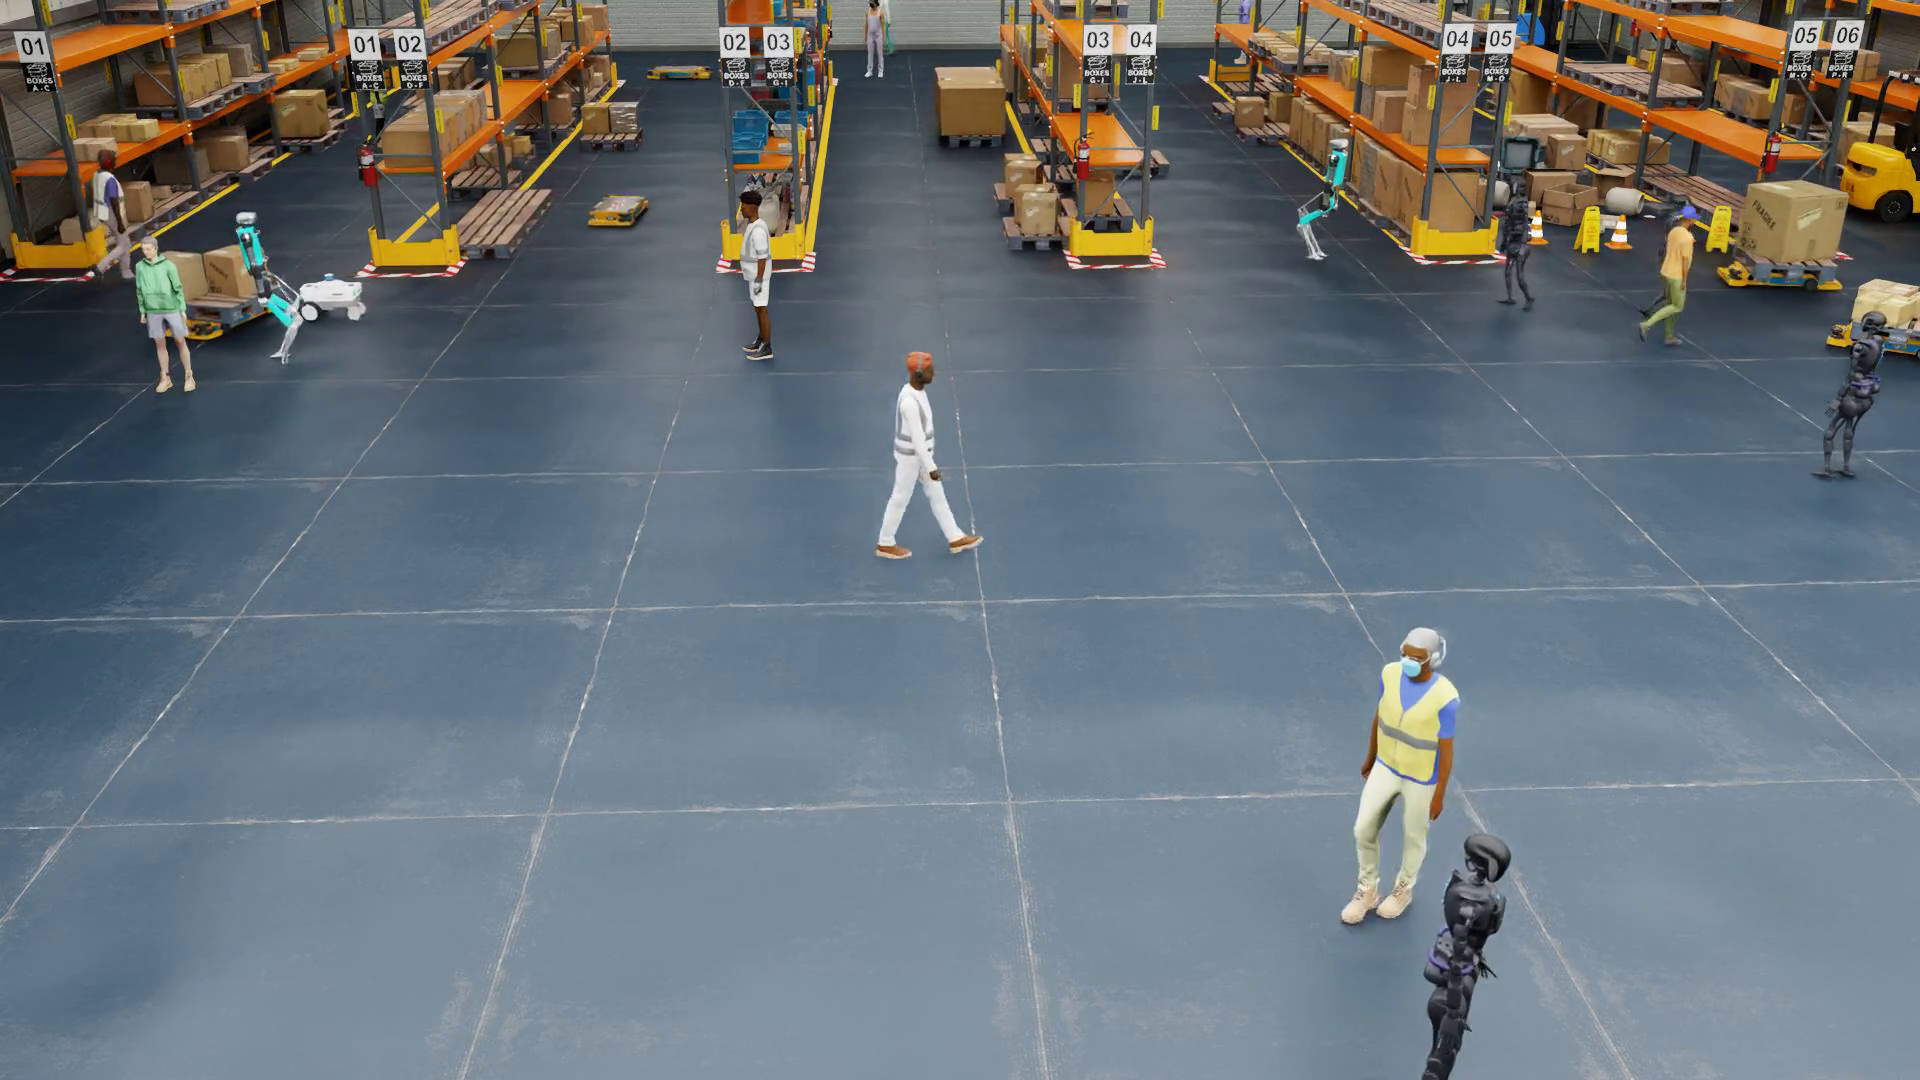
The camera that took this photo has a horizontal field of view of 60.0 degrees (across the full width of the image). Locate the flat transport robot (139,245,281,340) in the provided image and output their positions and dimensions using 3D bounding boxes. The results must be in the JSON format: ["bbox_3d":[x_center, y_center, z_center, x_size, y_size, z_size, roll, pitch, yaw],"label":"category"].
[{"bbox_3d":[-9.224,-2.785,20.730,0.659,0.231,1.431,6,25,13],"label":"flat transport robot"}]

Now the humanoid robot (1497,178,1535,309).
[{"bbox_3d":[7.195,-3.816,21.312,0.460,1.640,0.611,-4,24,-8],"label":"humanoid robot"}]

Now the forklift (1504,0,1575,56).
[{"bbox_3d":[14.700,-13.805,42.301,1.873,2.768,1.129,-1,24,-2],"label":"forklift"}]

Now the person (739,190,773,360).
[{"bbox_3d":[-2.370,-3.084,19.316,0.361,1.964,0.612,-5,25,-12],"label":"person"}]

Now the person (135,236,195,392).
[{"bbox_3d":[-8.725,-2.481,18.236,0.481,1.740,0.319,-3,24,-7],"label":"person"}]

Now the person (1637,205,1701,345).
[{"bbox_3d":[8.410,-3.113,19.730,0.624,1.686,0.454,-3,24,-6],"label":"person"}]

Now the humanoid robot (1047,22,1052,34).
[{"bbox_3d":[2.465,-12.837,41.605,0.800,1.841,0.569,12,27,25],"label":"humanoid robot"}]

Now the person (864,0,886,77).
[{"bbox_3d":[-2.006,-11.833,39.108,0.512,1.858,0.396,6,25,13],"label":"person"}]

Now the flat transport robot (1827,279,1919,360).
[{"bbox_3d":[11.172,-2.377,19.814,1.431,0.231,0.659,15,28,30],"label":"flat transport robot"}]

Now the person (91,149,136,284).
[{"bbox_3d":[-11.379,-4.285,22.202,0.616,1.813,0.619,-21,31,-38],"label":"person"}]

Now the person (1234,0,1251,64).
[{"bbox_3d":[7.045,-12.732,41.201,0.395,1.800,0.591,5,24,10],"label":"person"}]

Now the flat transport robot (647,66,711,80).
[{"bbox_3d":[-6.629,-11.014,39.221,1.431,0.231,0.659,-1,24,-2],"label":"flat transport robot"}]

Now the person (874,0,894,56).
[{"bbox_3d":[-2.042,-13.212,42.358,0.857,1.729,0.532,-9,25,-19],"label":"person"}]

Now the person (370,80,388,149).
[{"bbox_3d":[-10.860,-8.194,31.136,0.320,1.694,0.533,-4,24,-9],"label":"person"}]

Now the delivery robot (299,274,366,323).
[{"bbox_3d":[-7.949,-3.048,20.992,0.815,0.614,0.499,-2,24,-4],"label":"delivery robot"}]

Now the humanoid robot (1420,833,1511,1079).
[{"bbox_3d":[2.374,2.110,8.025,0.383,1.666,0.615,12,27,25],"label":"humanoid robot"}]

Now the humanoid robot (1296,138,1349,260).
[{"bbox_3d":[5.021,-4.792,23.307,0.741,1.686,0.531,13,27,27],"label":"humanoid robot"}]

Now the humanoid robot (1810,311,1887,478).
[{"bbox_3d":[8.528,-1.386,15.843,0.600,1.650,0.342,-18,30,-35],"label":"humanoid robot"}]

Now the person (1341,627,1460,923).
[{"bbox_3d":[2.465,1.375,9.406,0.563,1.874,0.665,20,31,37],"label":"person"}]

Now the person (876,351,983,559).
[{"bbox_3d":[-0.294,-0.692,14.098,0.927,1.837,0.570,5,24,10],"label":"person"}]

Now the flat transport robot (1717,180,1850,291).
[{"bbox_3d":[11.098,-3.582,22.520,1.431,0.231,0.659,4,24,9],"label":"flat transport robot"}]

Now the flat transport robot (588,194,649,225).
[{"bbox_3d":[-5.354,-5.171,26.091,0.659,0.231,1.431,1,24,1],"label":"flat transport robot"}]

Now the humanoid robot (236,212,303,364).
[{"bbox_3d":[-7.881,-2.896,19.209,0.682,1.819,0.532,-8,25,-18],"label":"humanoid robot"}]

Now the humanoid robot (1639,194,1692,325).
[{"bbox_3d":[8.774,-3.476,20.573,0.486,1.634,0.604,2,24,4],"label":"humanoid robot"}]

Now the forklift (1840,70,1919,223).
[{"bbox_3d":[15.132,-6.143,25.915,2.313,2.155,1.214,-1,24,-2],"label":"forklift"}]
